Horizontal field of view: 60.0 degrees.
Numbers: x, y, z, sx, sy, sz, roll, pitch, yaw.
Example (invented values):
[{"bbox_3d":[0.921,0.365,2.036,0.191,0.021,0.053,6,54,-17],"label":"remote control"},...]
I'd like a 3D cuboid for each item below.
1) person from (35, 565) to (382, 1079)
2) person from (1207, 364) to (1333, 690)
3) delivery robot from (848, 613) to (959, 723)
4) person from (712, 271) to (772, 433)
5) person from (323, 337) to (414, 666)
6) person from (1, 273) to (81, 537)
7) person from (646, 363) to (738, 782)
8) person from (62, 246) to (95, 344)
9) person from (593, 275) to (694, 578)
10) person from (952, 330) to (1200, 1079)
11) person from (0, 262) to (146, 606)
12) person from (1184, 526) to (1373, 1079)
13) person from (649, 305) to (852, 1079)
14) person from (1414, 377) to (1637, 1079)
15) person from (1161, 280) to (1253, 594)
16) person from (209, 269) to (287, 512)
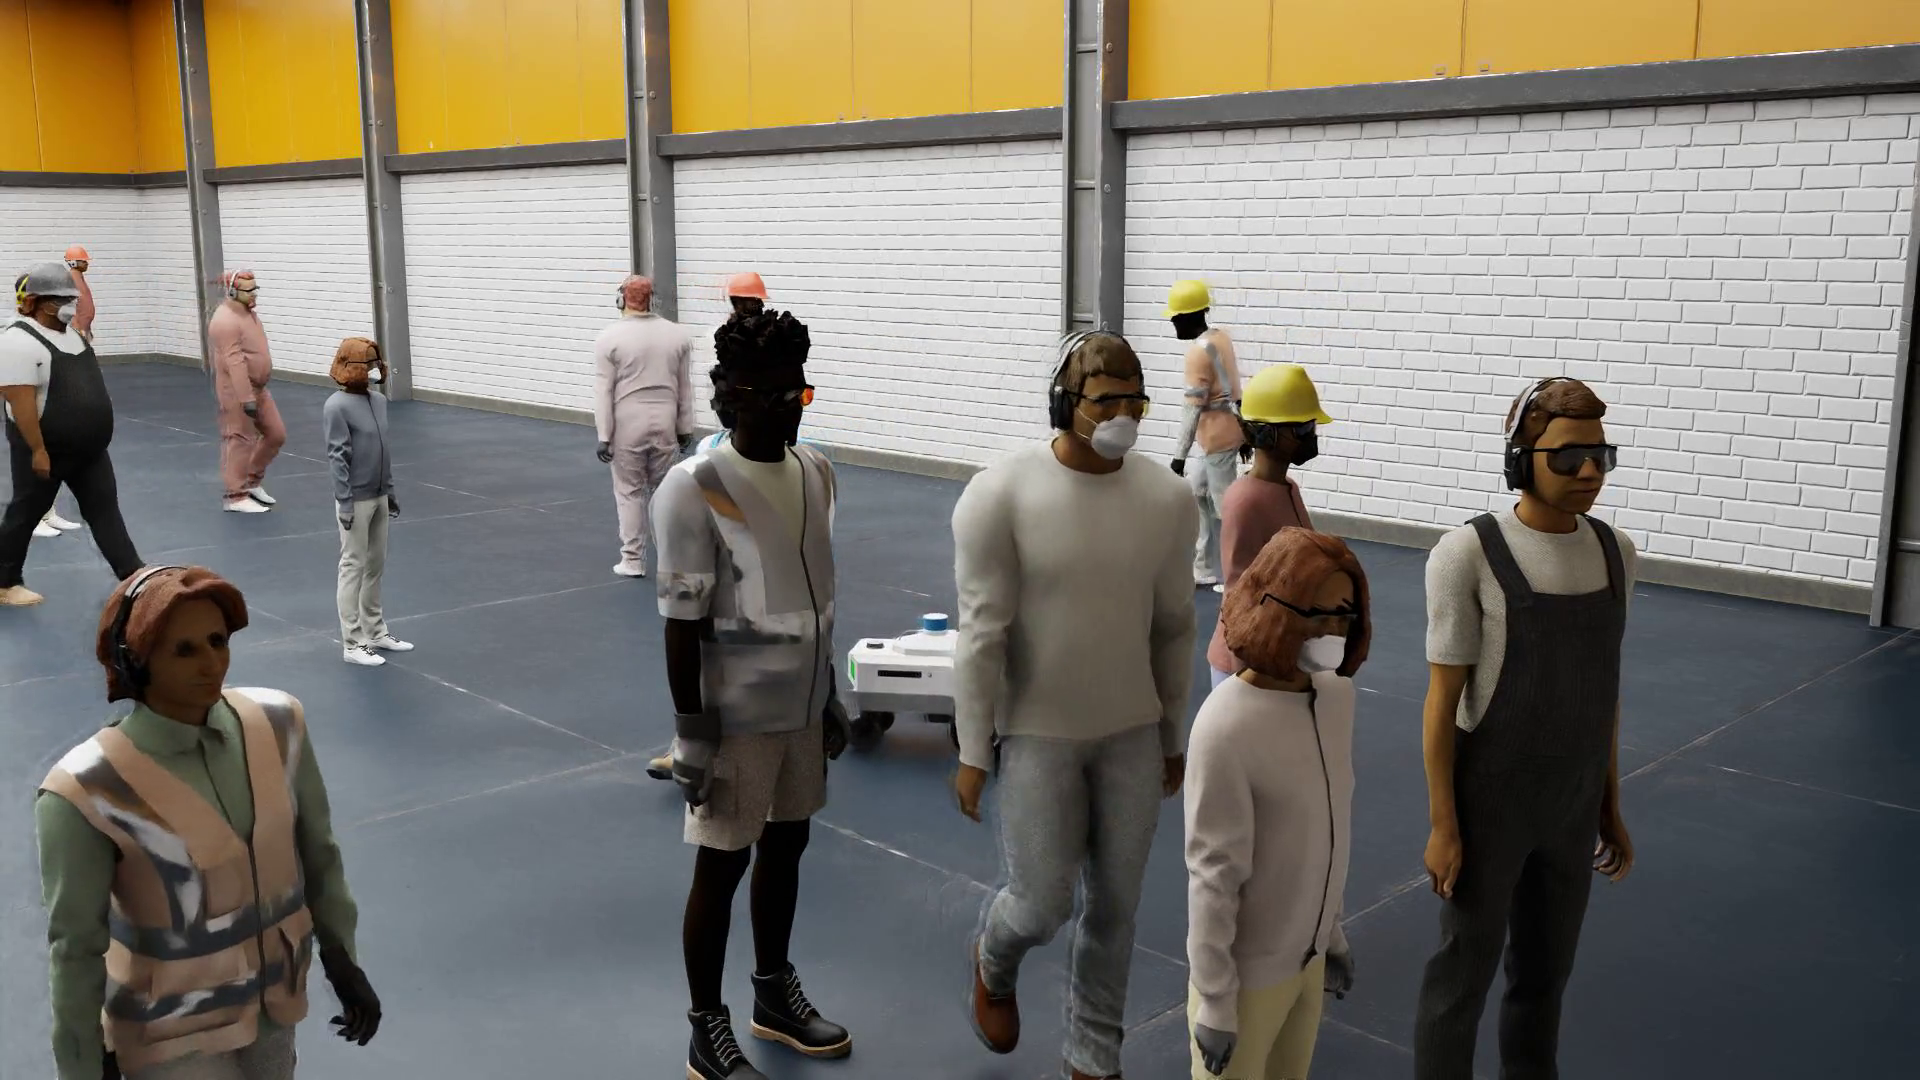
[{"bbox_3d":[-1.326,0.817,2.872,0.786,1.608,0.514,4,11,22],"label":"person"},{"bbox_3d":[0.898,0.372,4.864,0.322,1.769,0.523,5,12,25],"label":"person"},{"bbox_3d":[-0.102,0.550,6.942,0.707,0.478,0.477,2,10,9],"label":"delivery robot"},{"bbox_3d":[-1.522,-0.843,11.126,0.880,1.909,0.551,4,11,21],"label":"person"},{"bbox_3d":[-2.977,-0.199,8.342,0.279,1.633,0.500,2,11,9],"label":"person"},{"bbox_3d":[-6.574,-0.961,11.872,0.331,1.865,0.519,0,10,0],"label":"person"},{"bbox_3d":[-0.865,0.136,6.453,0.538,1.656,0.848,5,12,26],"label":"person"},{"bbox_3d":[-11.017,-2.675,20.852,0.382,1.996,0.608,-3,11,-15],"label":"person"},{"bbox_3d":[-1.917,-0.684,10.283,0.658,1.890,0.624,-9,14,-41],"label":"person"},{"bbox_3d":[0.266,0.454,3.989,0.644,1.921,0.528,-4,11,-22],"label":"person"},{"bbox_3d":[-5.169,-0.618,9.516,1.032,2.000,0.699,1,10,8],"label":"person"},{"bbox_3d":[0.569,0.778,3.015,0.288,1.632,0.501,8,13,38],"label":"person"},{"bbox_3d":[-0.492,0.403,4.147,0.362,1.963,0.614,7,12,33],"label":"person"},{"bbox_3d":[1.207,0.577,3.530,0.505,1.846,0.346,-4,11,-21],"label":"person"},{"bbox_3d":[1.490,-0.585,9.792,0.698,1.865,0.610,3,11,17],"label":"person"},{"bbox_3d":[-5.473,-1.130,12.768,0.474,1.881,0.656,0,10,-2],"label":"person"}]
